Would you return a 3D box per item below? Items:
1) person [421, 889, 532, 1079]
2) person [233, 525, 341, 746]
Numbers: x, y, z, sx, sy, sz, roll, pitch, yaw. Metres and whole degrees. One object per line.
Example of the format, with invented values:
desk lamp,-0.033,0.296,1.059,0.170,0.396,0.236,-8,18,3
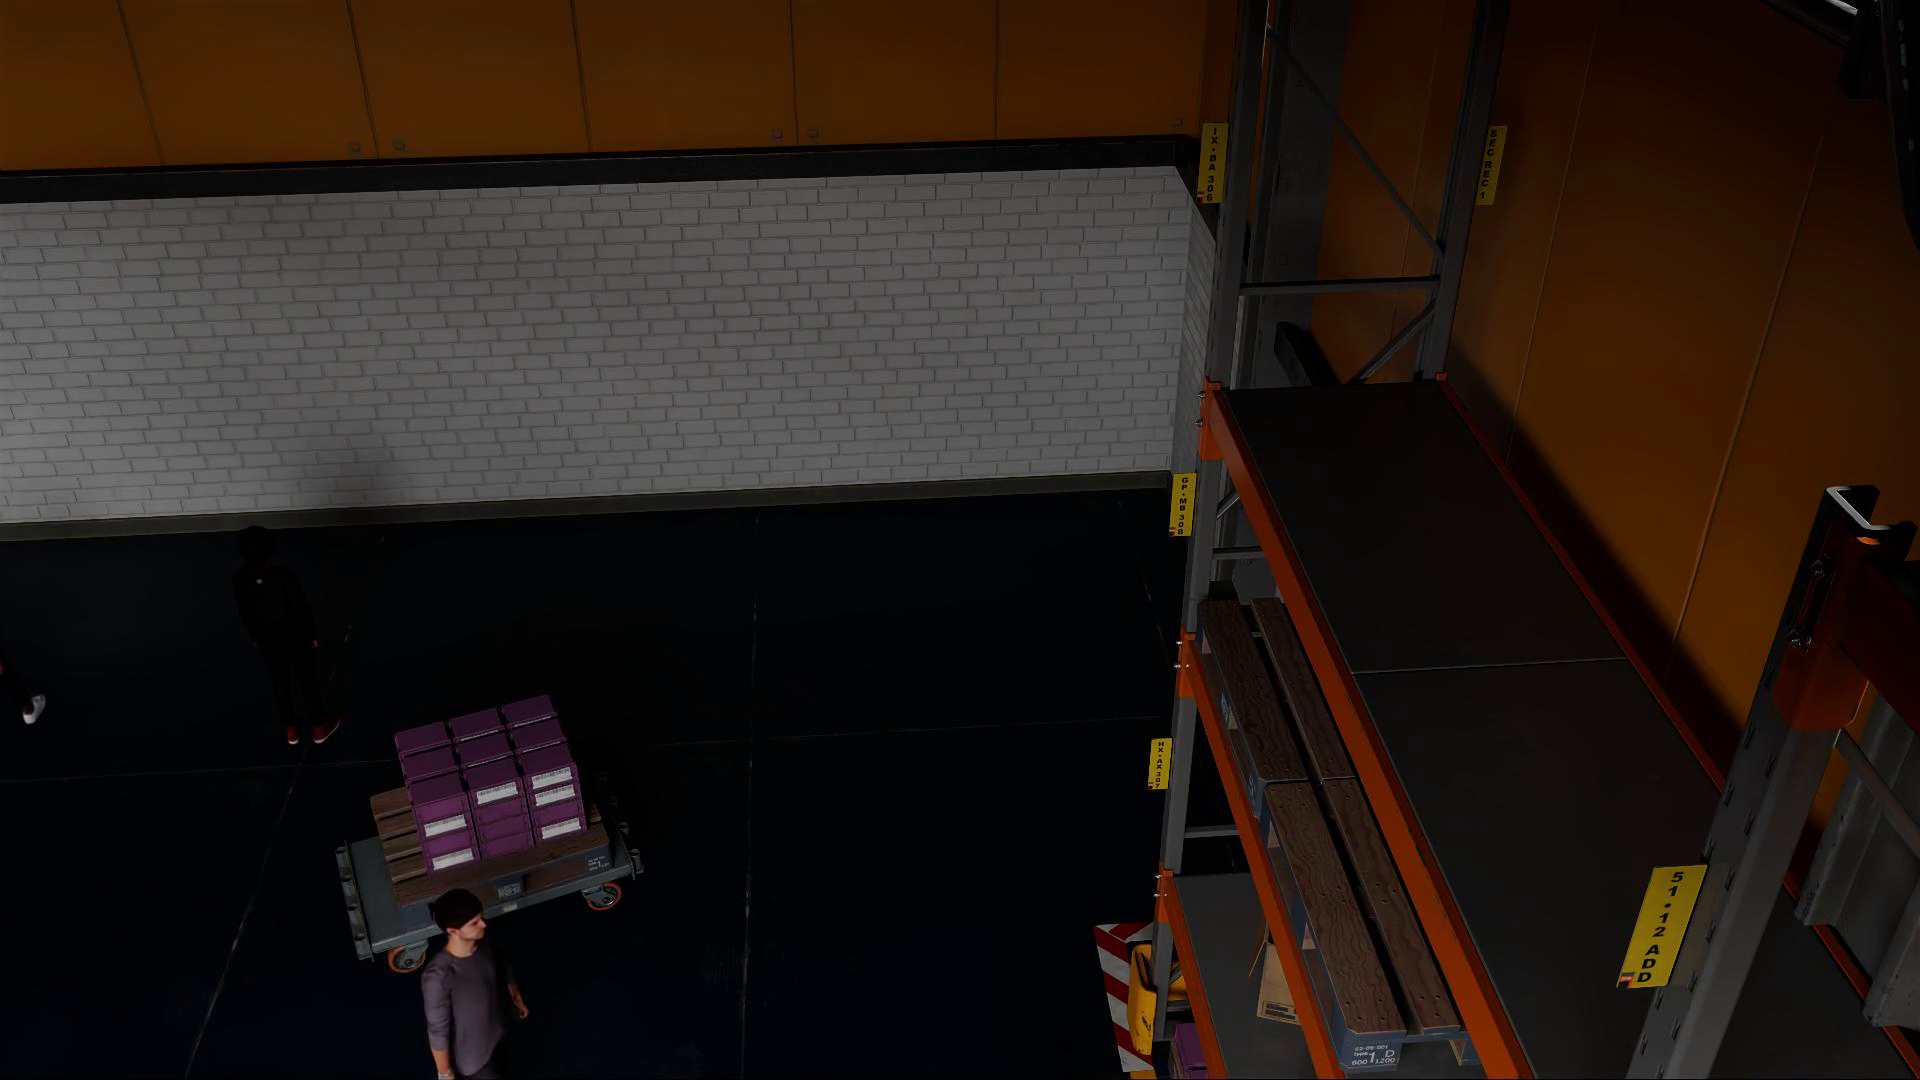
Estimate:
person,-2.420,2.397,8.089,0.863,1.837,0.711,7,34,10
person,-4.443,0.627,10.900,0.605,1.674,0.517,-1,34,-1
